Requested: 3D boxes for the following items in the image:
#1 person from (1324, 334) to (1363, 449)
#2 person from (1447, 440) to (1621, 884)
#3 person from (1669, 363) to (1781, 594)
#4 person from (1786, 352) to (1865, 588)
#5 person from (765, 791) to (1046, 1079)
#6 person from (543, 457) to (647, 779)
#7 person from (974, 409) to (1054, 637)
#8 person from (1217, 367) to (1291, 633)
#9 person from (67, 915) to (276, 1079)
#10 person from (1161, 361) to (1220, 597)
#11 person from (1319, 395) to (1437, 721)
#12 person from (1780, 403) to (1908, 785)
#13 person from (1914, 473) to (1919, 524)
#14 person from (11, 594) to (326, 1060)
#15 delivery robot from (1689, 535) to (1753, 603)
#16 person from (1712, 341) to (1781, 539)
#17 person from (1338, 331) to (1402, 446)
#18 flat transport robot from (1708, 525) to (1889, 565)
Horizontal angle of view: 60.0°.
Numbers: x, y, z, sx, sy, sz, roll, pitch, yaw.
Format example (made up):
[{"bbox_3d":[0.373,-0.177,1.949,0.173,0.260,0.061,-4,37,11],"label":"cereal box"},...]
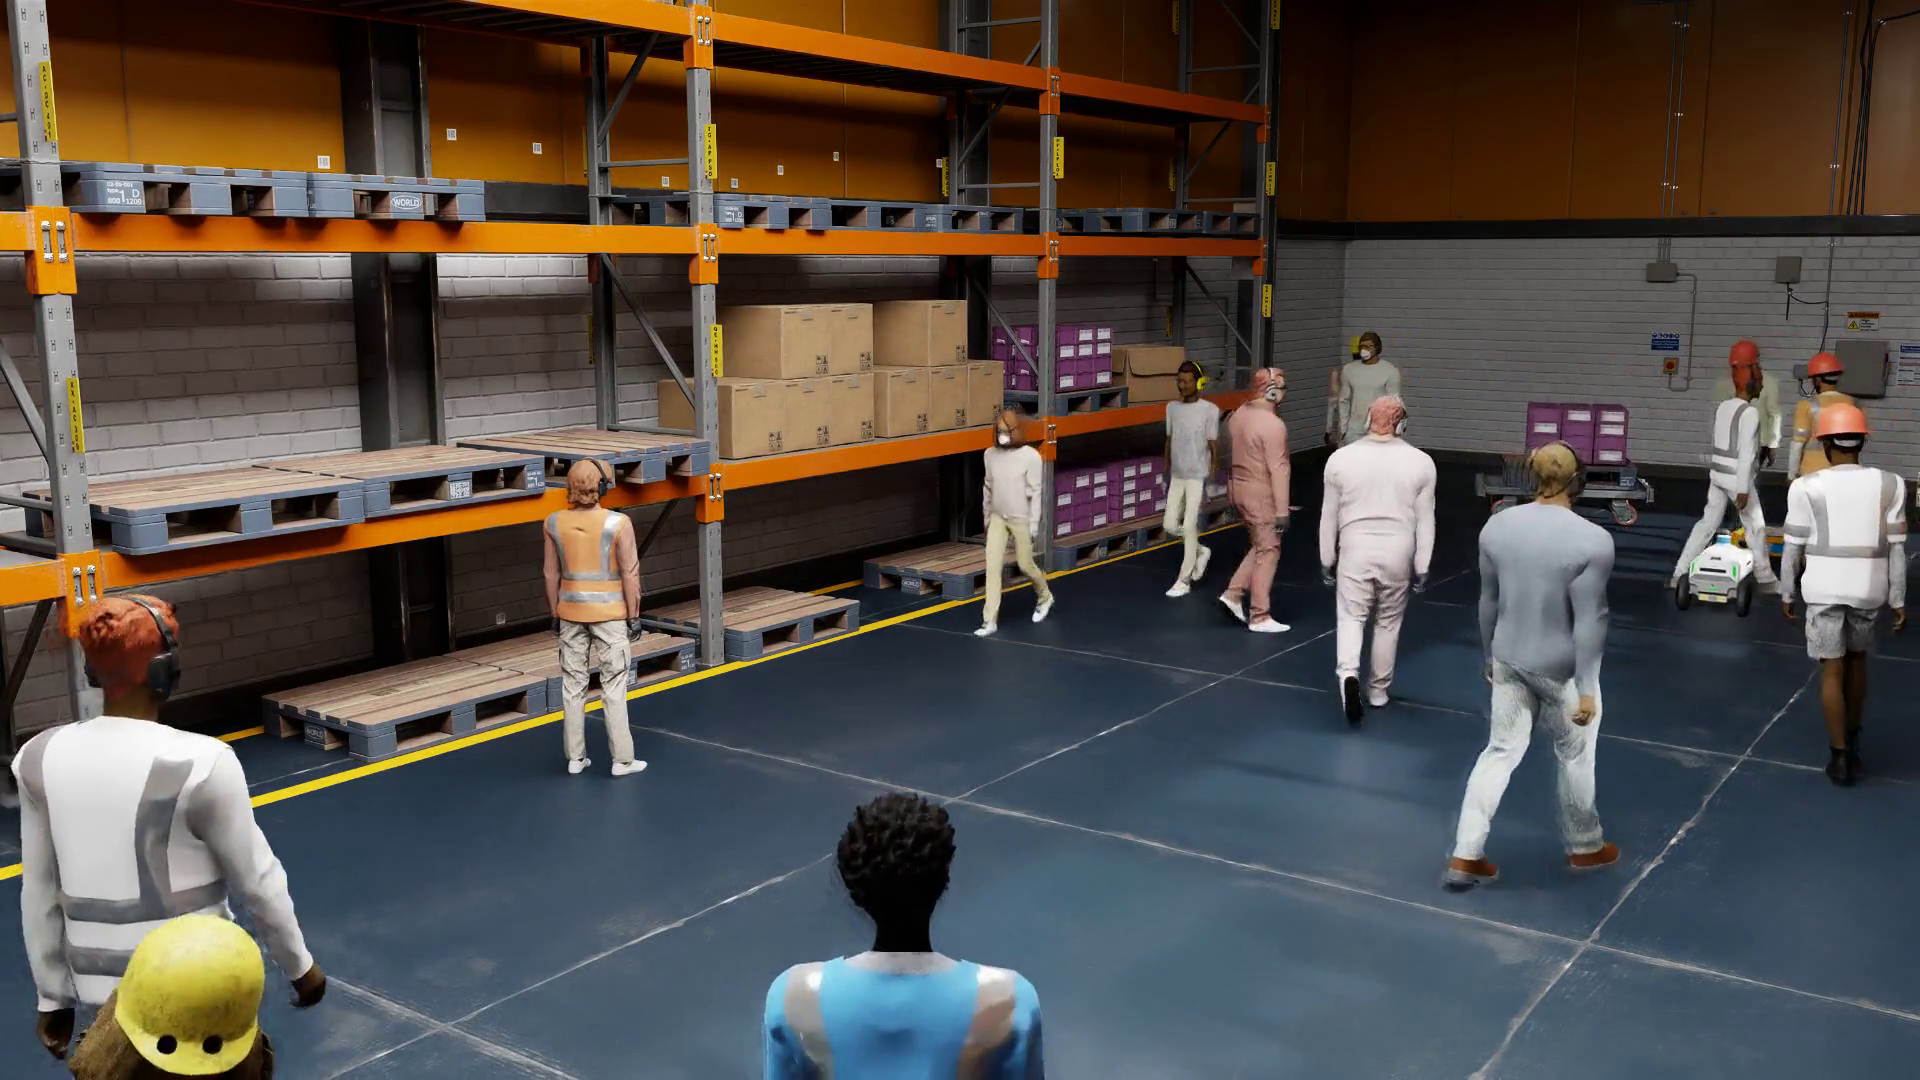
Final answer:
[{"bbox_3d":[4.047,-1.149,16.896,0.607,1.905,0.728,7,12,36],"label":"person"},{"bbox_3d":[2.447,0.520,6.995,0.929,1.901,0.645,-7,12,-36],"label":"person"},{"bbox_3d":[6.085,-0.471,13.084,0.973,1.835,0.596,-1,10,-4],"label":"person"},{"bbox_3d":[6.845,-0.512,13.111,0.574,1.918,0.620,0,10,-3],"label":"person"},{"bbox_3d":[-0.102,1.297,2.996,0.531,1.678,0.678,1,10,6],"label":"person"},{"bbox_3d":[-1.857,0.400,8.443,0.512,1.642,0.312,2,10,13],"label":"person"},{"bbox_3d":[0.398,-0.148,11.832,0.514,1.600,0.780,6,11,33],"label":"person"},{"bbox_3d":[2.144,-0.273,11.714,0.427,1.889,0.665,-3,10,-16],"label":"person"},{"bbox_3d":[-1.163,1.348,2.641,0.509,1.690,0.832,3,10,16],"label":"person"},{"bbox_3d":[1.821,-0.490,13.106,0.537,1.855,0.579,8,13,40],"label":"person"},{"bbox_3d":[2.380,0.109,9.527,0.650,1.877,0.808,2,10,13],"label":"person"},{"bbox_3d":[4.493,0.256,8.525,0.571,1.898,0.788,2,10,14],"label":"person"},{"bbox_3d":[7.164,-0.260,11.887,0.744,1.804,0.627,-9,13,-41],"label":"person"},{"bbox_3d":[-1.873,1.032,4.062,0.588,1.859,0.754,3,10,17],"label":"person"},{"bbox_3d":[5.748,0.206,12.551,0.477,0.478,0.707,6,11,34],"label":"delivery robot"},{"bbox_3d":[7.285,-0.902,15.488,1.163,1.879,0.633,-7,12,-34],"label":"person"},{"bbox_3d":[4.020,-1.083,16.391,0.629,1.940,0.377,7,12,37],"label":"person"},{"bbox_3d":[7.424,0.044,14.640,1.431,0.197,0.652,7,12,35],"label":"flat transport robot"}]
